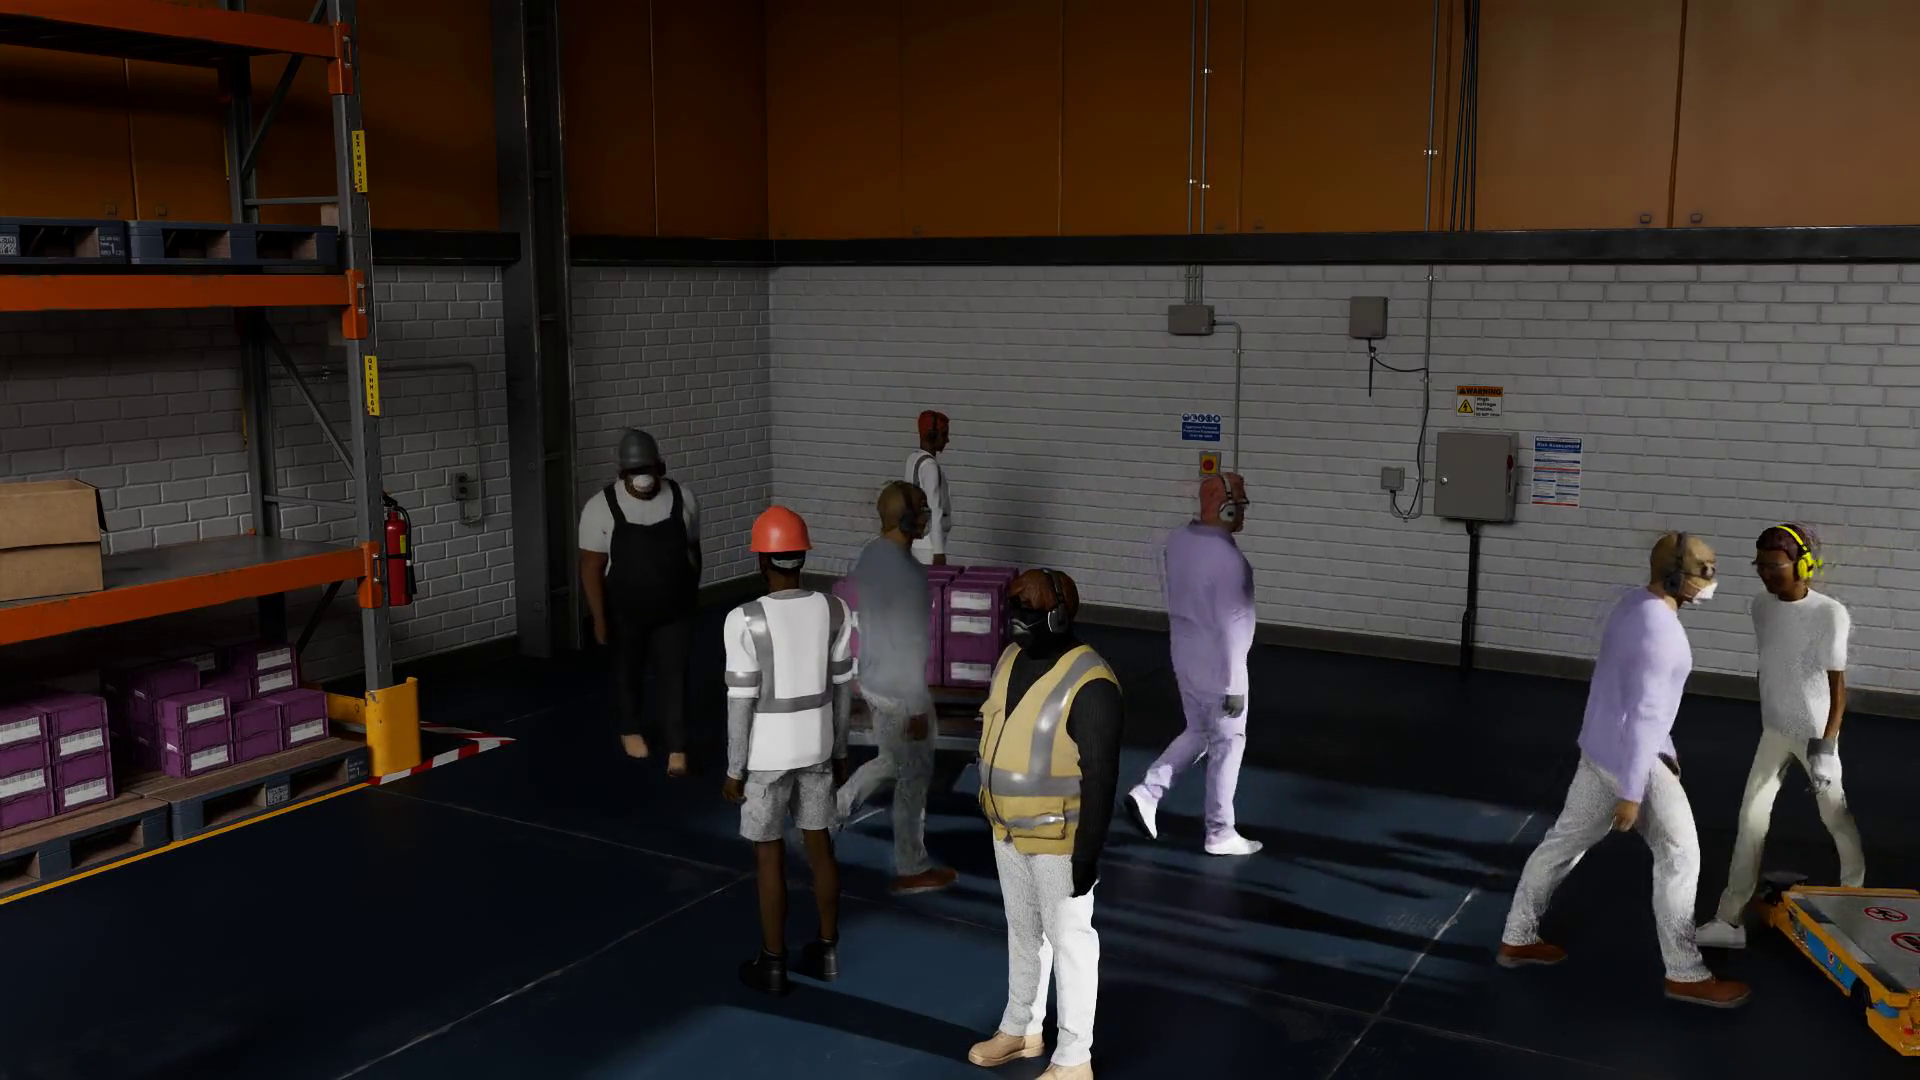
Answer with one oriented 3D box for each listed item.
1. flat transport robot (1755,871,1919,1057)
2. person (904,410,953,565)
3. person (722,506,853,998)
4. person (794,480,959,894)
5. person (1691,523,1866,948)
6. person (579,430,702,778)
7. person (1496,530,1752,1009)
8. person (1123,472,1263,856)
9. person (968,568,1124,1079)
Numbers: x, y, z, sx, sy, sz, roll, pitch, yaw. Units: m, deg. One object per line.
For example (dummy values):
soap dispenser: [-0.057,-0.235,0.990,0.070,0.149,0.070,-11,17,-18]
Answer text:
flat transport robot: [3.760,1.656,6.591,0.652,0.197,1.431,1,9,5]
person: [-0.223,0.026,11.736,0.354,1.887,0.572,-3,9,-16]
person: [-0.693,0.828,6.579,0.553,1.934,0.364,-6,11,-33]
person: [-0.364,0.683,7.520,0.656,1.925,0.626,-3,10,-20]
person: [3.562,0.830,6.991,0.985,1.811,0.608,-4,10,-24]
person: [-1.786,0.319,9.431,0.708,2.000,1.073,-3,10,-18]
person: [2.617,0.870,6.550,0.934,1.880,0.651,1,9,9]
person: [1.161,0.614,8.033,0.582,1.895,0.655,-4,10,-21]
person: [0.281,1.005,5.767,0.429,1.845,0.621,-6,11,-32]
